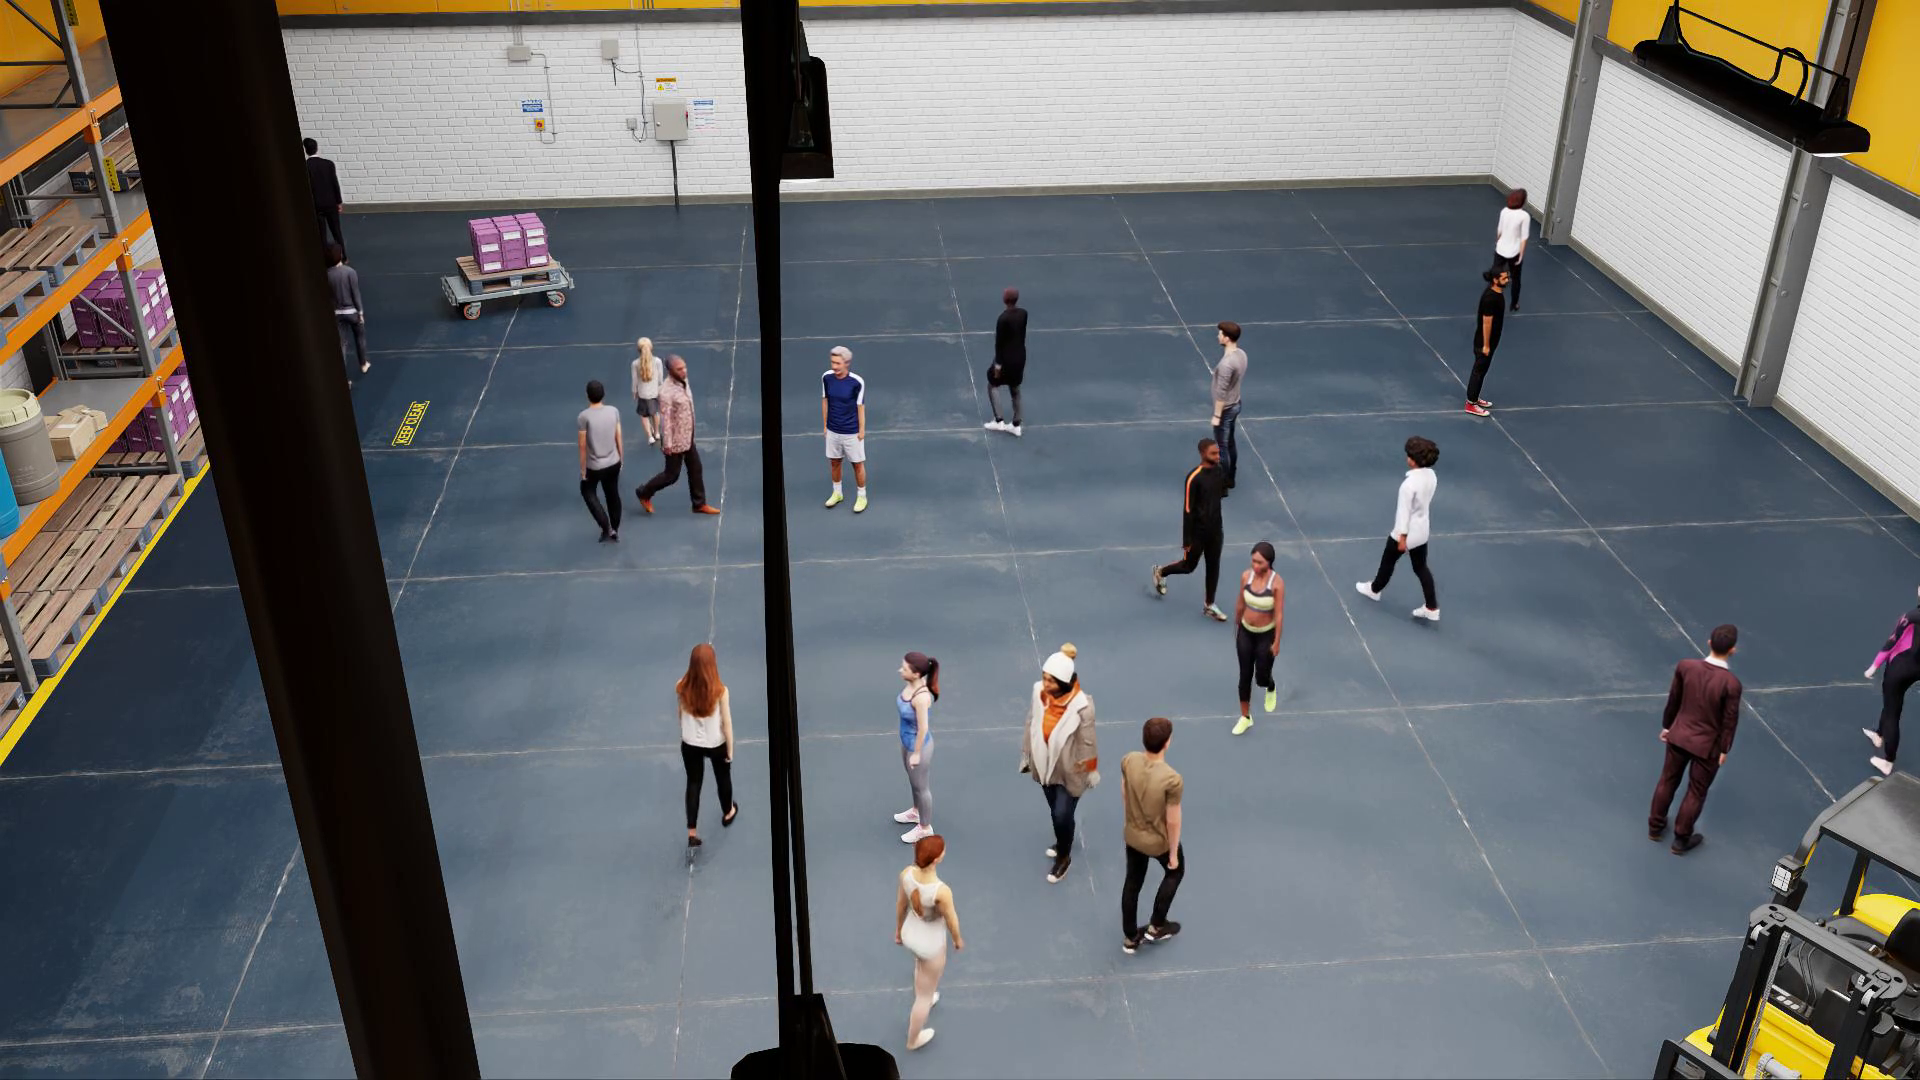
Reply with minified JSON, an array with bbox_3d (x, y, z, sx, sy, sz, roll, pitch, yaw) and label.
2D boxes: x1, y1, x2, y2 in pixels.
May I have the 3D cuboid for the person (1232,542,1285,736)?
[{"bbox_3d":[2.488,0.765,13.683,0.824,1.746,0.906,18,33,29],"label":"person"}]

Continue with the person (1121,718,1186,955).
[{"bbox_3d":[1.223,2.047,11.233,0.828,1.841,0.893,24,37,36],"label":"person"}]

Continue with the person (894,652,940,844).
[{"bbox_3d":[-0.328,1.524,12.434,0.644,1.610,0.517,-6,29,-11],"label":"person"}]

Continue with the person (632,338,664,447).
[{"bbox_3d":[-3.482,-1.648,18.608,0.623,1.265,0.802,-10,30,-17],"label":"person"}]

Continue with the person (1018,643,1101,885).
[{"bbox_3d":[0.806,1.539,12.128,0.940,1.876,1.000,22,35,34],"label":"person"}]

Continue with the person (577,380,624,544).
[{"bbox_3d":[-3.510,-0.729,16.428,0.793,1.741,0.847,-21,35,-33],"label":"person"}]

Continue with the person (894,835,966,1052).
[{"bbox_3d":[-0.277,2.578,10.484,0.763,1.627,0.819,21,35,33],"label":"person"}]

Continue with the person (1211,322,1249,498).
[{"bbox_3d":[2.803,-1.376,17.447,0.820,1.900,0.693,13,31,22],"label":"person"}]

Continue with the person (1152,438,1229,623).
[{"bbox_3d":[2.155,-0.132,15.286,1.015,1.785,1.165,-22,36,-35],"label":"person"}]

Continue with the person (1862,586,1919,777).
[{"bbox_3d":[7.488,1.097,13.089,0.593,1.732,0.796,-5,29,-9],"label":"person"}]

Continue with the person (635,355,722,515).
[{"bbox_3d":[-2.963,-1.056,16.977,1.007,1.789,1.141,8,30,14],"label":"person"}]

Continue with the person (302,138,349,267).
[{"bbox_3d":[-9.107,-4.802,23.757,0.795,1.871,0.766,-15,32,-26],"label":"person"}]

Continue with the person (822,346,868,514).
[{"bbox_3d":[-1.186,-1.159,17.133,0.706,1.820,0.701,11,30,19],"label":"person"}]

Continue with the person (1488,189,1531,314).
[{"bbox_3d":[7.166,-3.728,21.907,1.006,1.759,1.071,22,36,35],"label":"person"}]

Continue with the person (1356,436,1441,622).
[{"bbox_3d":[4.198,-0.066,15.185,1.057,1.766,1.232,-22,35,-34],"label":"person"}]

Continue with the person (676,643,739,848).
[{"bbox_3d":[-1.915,1.538,12.308,0.709,1.706,0.978,4,29,7],"label":"person"}]

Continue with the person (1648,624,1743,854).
[{"bbox_3d":[5.434,1.470,12.275,0.828,1.856,0.724,-21,35,-34],"label":"person"}]

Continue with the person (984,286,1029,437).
[{"bbox_3d":[0.622,-1.978,18.705,0.827,1.752,0.871,-24,37,-37],"label":"person"}]

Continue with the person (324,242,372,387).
[{"bbox_3d":[-7.430,-2.692,20.035,0.612,1.732,1.061,-3,29,-5],"label":"person"}]

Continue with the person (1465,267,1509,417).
[{"bbox_3d":[6.126,-2.338,19.359,0.779,1.758,0.669,12,31,21],"label":"person"}]
